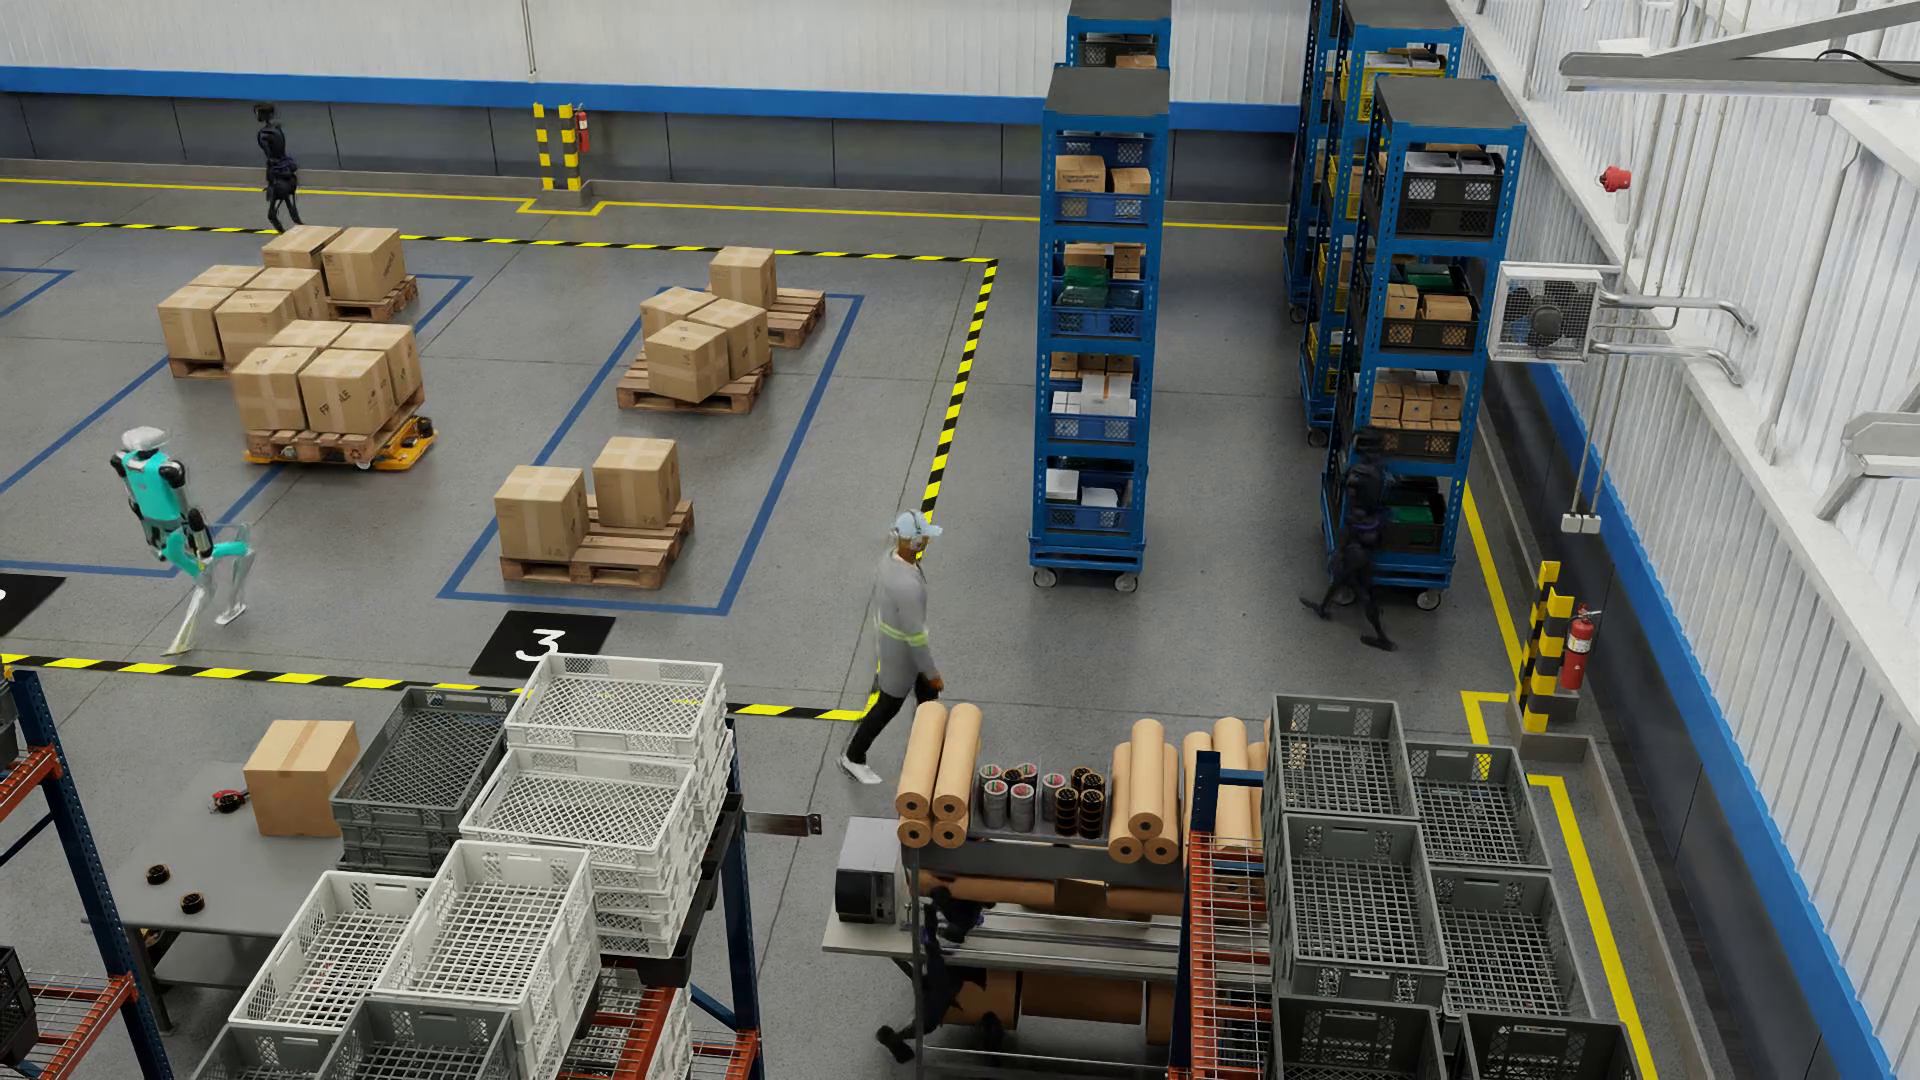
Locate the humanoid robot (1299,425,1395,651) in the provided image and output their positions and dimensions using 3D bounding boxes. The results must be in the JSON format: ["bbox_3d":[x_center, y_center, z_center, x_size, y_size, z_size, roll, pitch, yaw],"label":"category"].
[{"bbox_3d":[2.707,-0.031,11.370,0.770,1.626,0.590,18,35,28],"label":"humanoid robot"}]

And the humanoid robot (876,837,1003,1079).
[{"bbox_3d":[-0.038,1.960,7.960,0.783,1.636,0.600,17,34,27],"label":"humanoid robot"}]

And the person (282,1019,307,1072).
[{"bbox_3d":[-2.427,2.569,6.709,0.431,1.837,0.623,9,31,14],"label":"person"}]

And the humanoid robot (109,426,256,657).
[{"bbox_3d":[-5.201,-0.051,11.291,0.530,1.740,0.987,10,32,17],"label":"humanoid robot"}]

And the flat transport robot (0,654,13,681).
[{"bbox_3d":[-7.142,0.969,11.010,1.431,0.231,0.659,3,30,6],"label":"flat transport robot"}]

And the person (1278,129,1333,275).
[{"bbox_3d":[3.660,-3.703,17.393,0.376,1.928,0.631,25,38,36],"label":"person"}]

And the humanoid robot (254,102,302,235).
[{"bbox_3d":[-7.378,-3.936,18.035,0.455,1.640,0.588,-2,30,-3],"label":"humanoid robot"}]

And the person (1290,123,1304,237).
[{"bbox_3d":[3.655,-3.770,17.469,0.368,1.959,0.603,9,31,15],"label":"person"}]

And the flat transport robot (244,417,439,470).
[{"bbox_3d":[-5.252,-0.860,14.124,1.431,0.197,0.652,3,30,6],"label":"flat transport robot"}]

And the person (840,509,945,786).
[{"bbox_3d":[-0.350,0.662,10.022,0.849,1.811,0.661,-3,30,-5],"label":"person"}]
